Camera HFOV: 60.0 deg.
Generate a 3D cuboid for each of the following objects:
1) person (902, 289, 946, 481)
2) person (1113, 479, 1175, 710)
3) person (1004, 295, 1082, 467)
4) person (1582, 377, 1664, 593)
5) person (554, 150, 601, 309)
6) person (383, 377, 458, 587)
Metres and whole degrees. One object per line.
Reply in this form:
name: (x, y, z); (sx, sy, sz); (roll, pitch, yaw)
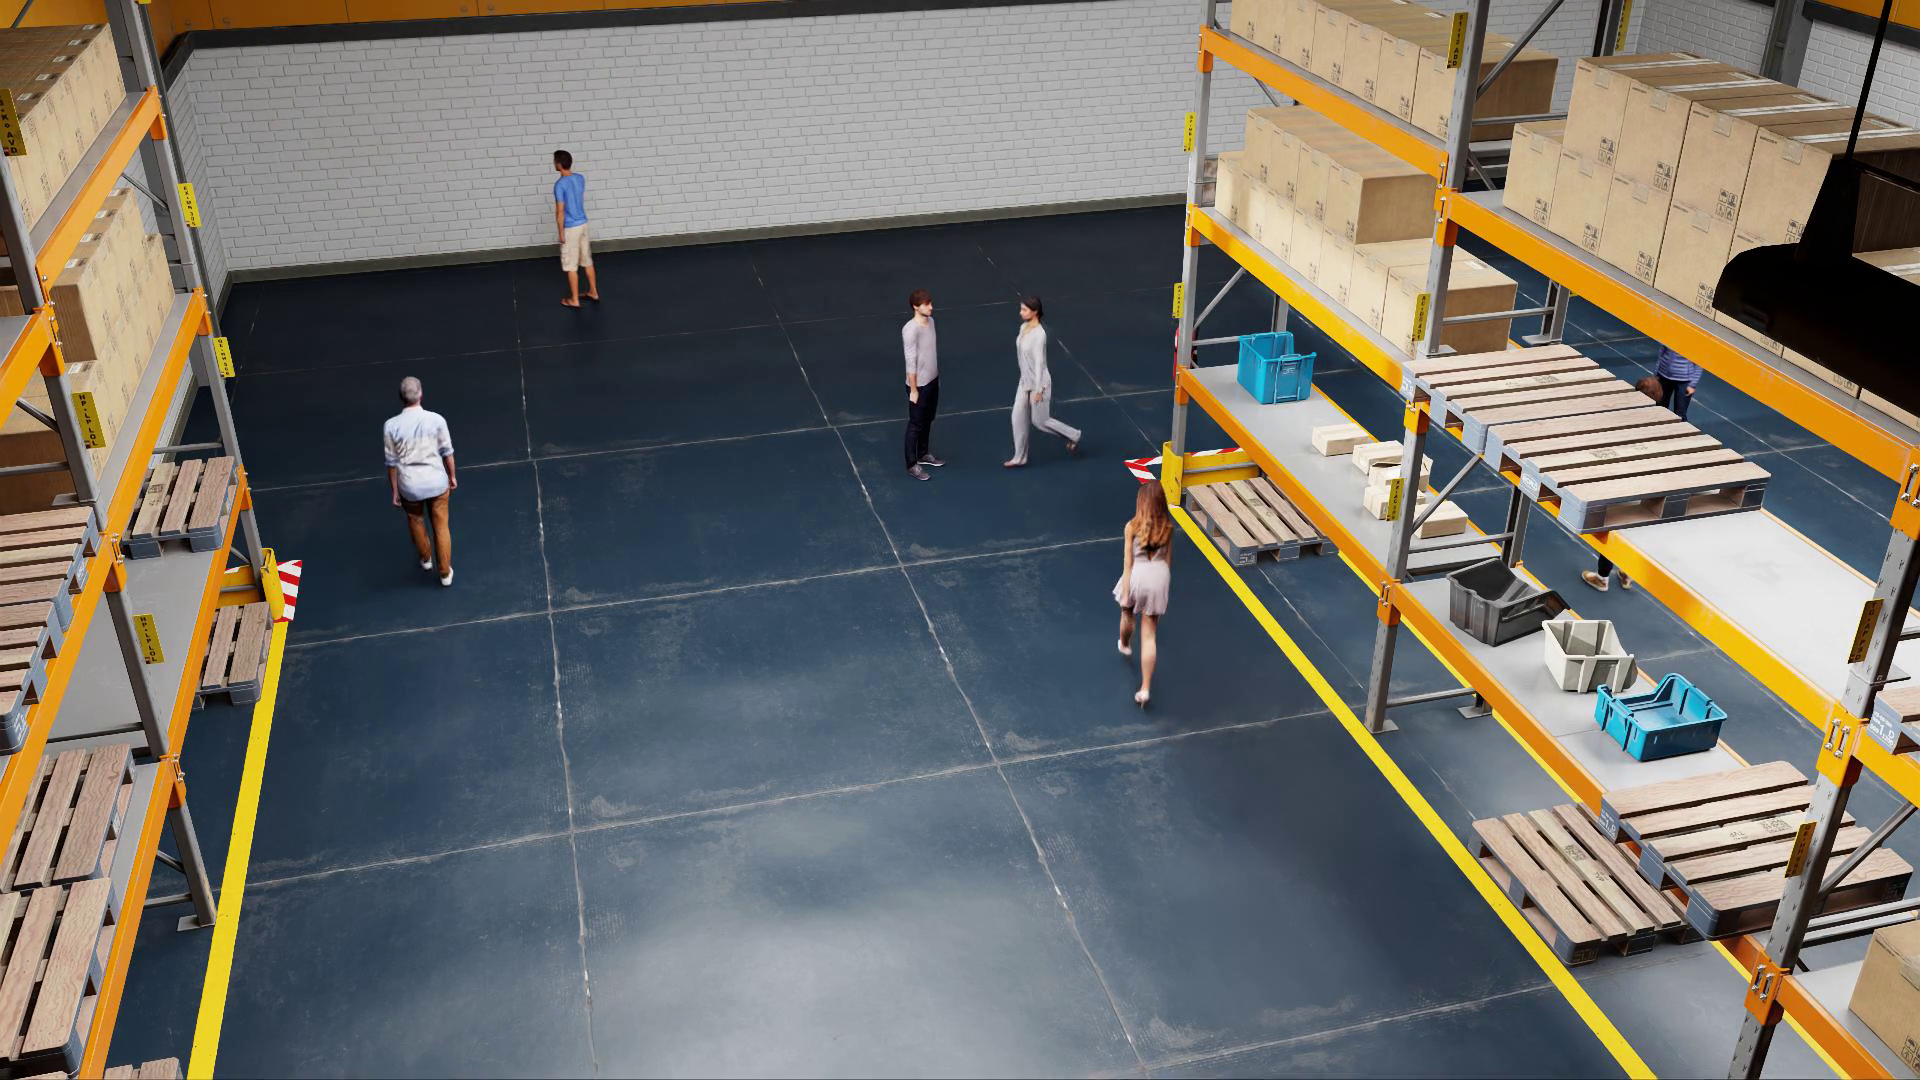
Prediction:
person: (-0.366, -1.503, 15.740); (0.793, 1.844, 0.708); (13, 31, 22)
person: (1.386, 0.446, 12.290); (0.663, 1.726, 1.092); (-4, 29, -8)
person: (0.796, -1.500, 15.841); (0.735, 1.742, 0.973); (-11, 30, -19)
person: (5.541, -0.450, 13.755); (0.689, 1.896, 0.633); (-2, 29, -3)
person: (-4.576, -3.710, 19.765); (0.796, 1.863, 0.743); (17, 33, 28)
person: (-4.459, -0.438, 13.828); (0.734, 1.806, 0.821); (-9, 30, -16)
